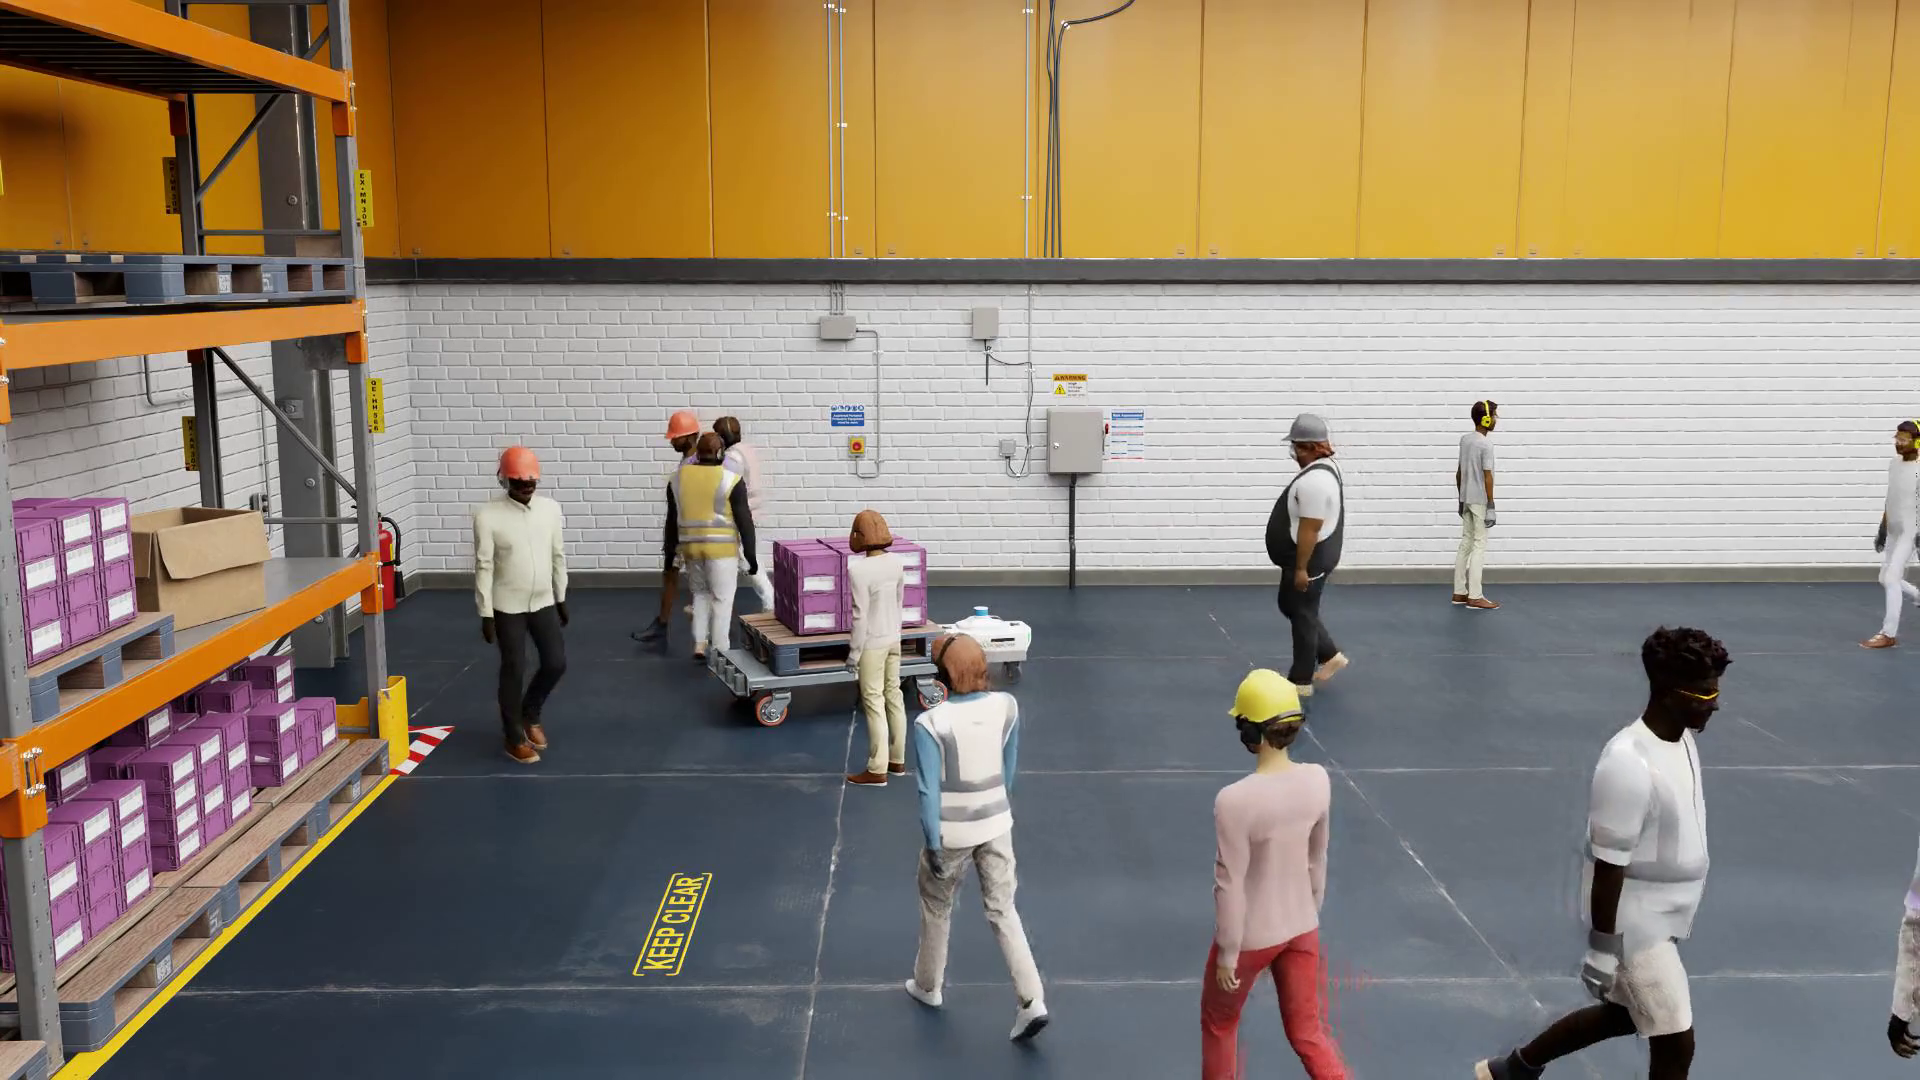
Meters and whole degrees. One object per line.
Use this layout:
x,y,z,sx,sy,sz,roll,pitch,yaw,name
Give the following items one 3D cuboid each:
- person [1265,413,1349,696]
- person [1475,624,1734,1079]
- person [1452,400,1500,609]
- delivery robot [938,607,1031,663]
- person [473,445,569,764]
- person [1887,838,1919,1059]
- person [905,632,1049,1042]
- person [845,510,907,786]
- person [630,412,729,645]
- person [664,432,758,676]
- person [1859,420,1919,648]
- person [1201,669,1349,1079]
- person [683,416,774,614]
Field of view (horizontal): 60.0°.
2.429,0.105,11.782,0.536,2.000,0.701,3,10,18,person
2.161,1.200,5.427,0.914,1.930,0.616,7,12,36,person
4.647,-0.320,14.914,0.313,1.869,0.538,-2,10,-14,person
0.155,0.732,12.192,0.707,0.478,0.477,-2,9,-13,delivery robot
-2.676,0.396,10.198,0.429,1.973,0.646,9,13,44,person
2.989,1.337,4.680,0.695,1.903,0.596,-5,11,-30,person
0.066,1.165,6.608,0.509,1.607,0.778,-5,11,-30,person
-0.503,0.632,9.797,0.287,1.631,0.501,5,11,30,person
-2.244,-0.064,13.241,0.884,1.894,0.549,-6,11,-32,person
-1.872,0.106,12.474,0.735,1.812,0.462,3,10,17,person
7.605,-0.049,13.313,0.675,1.852,0.529,0,9,-2,person
1.059,1.286,5.487,0.535,1.733,0.848,-6,11,-34,person
-1.951,-0.180,14.346,0.947,1.786,0.642,1,9,5,person
